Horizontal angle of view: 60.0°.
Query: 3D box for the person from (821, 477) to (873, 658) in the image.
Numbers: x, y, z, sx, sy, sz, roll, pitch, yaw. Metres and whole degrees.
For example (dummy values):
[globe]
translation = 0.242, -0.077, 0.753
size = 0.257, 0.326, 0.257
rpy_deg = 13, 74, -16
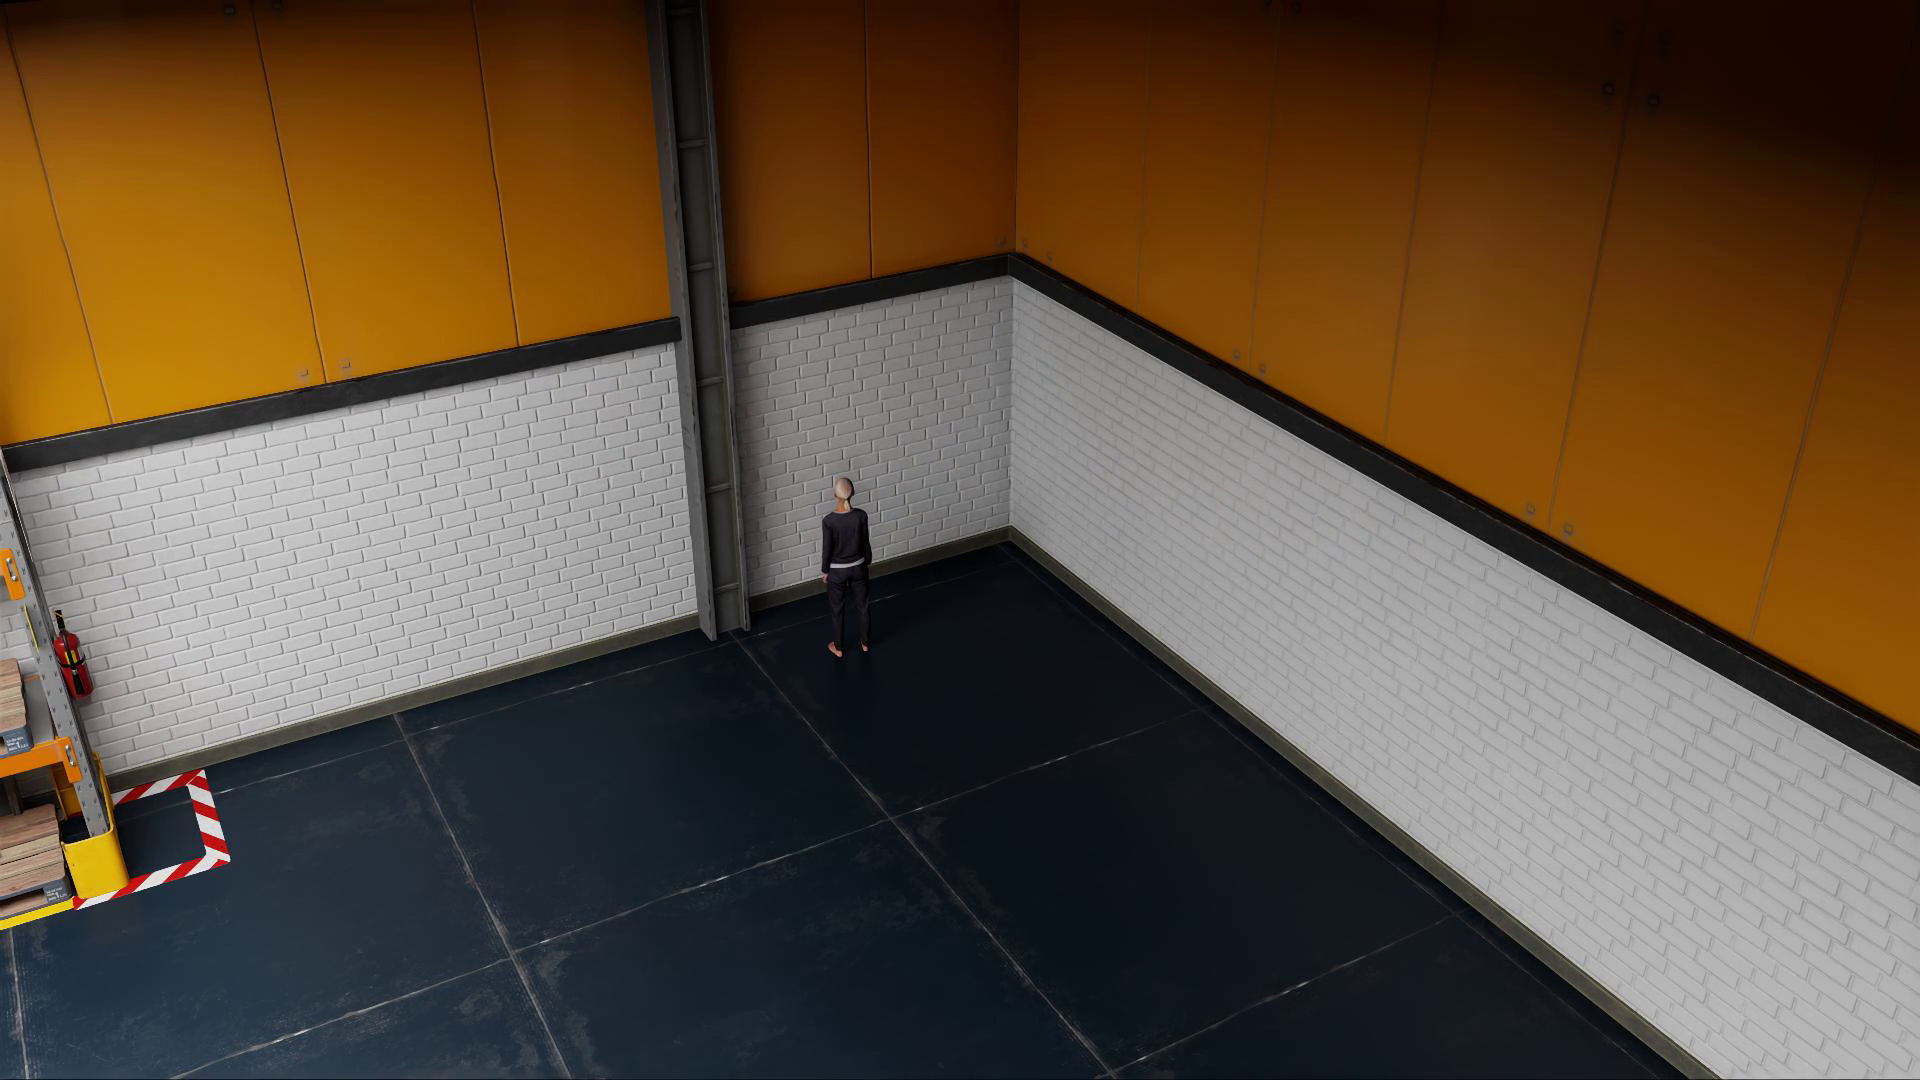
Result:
[person]
translation = -0.999, 0.228, 14.653
size = 0.516, 1.726, 0.711
rpy_deg = -10, 30, -17
